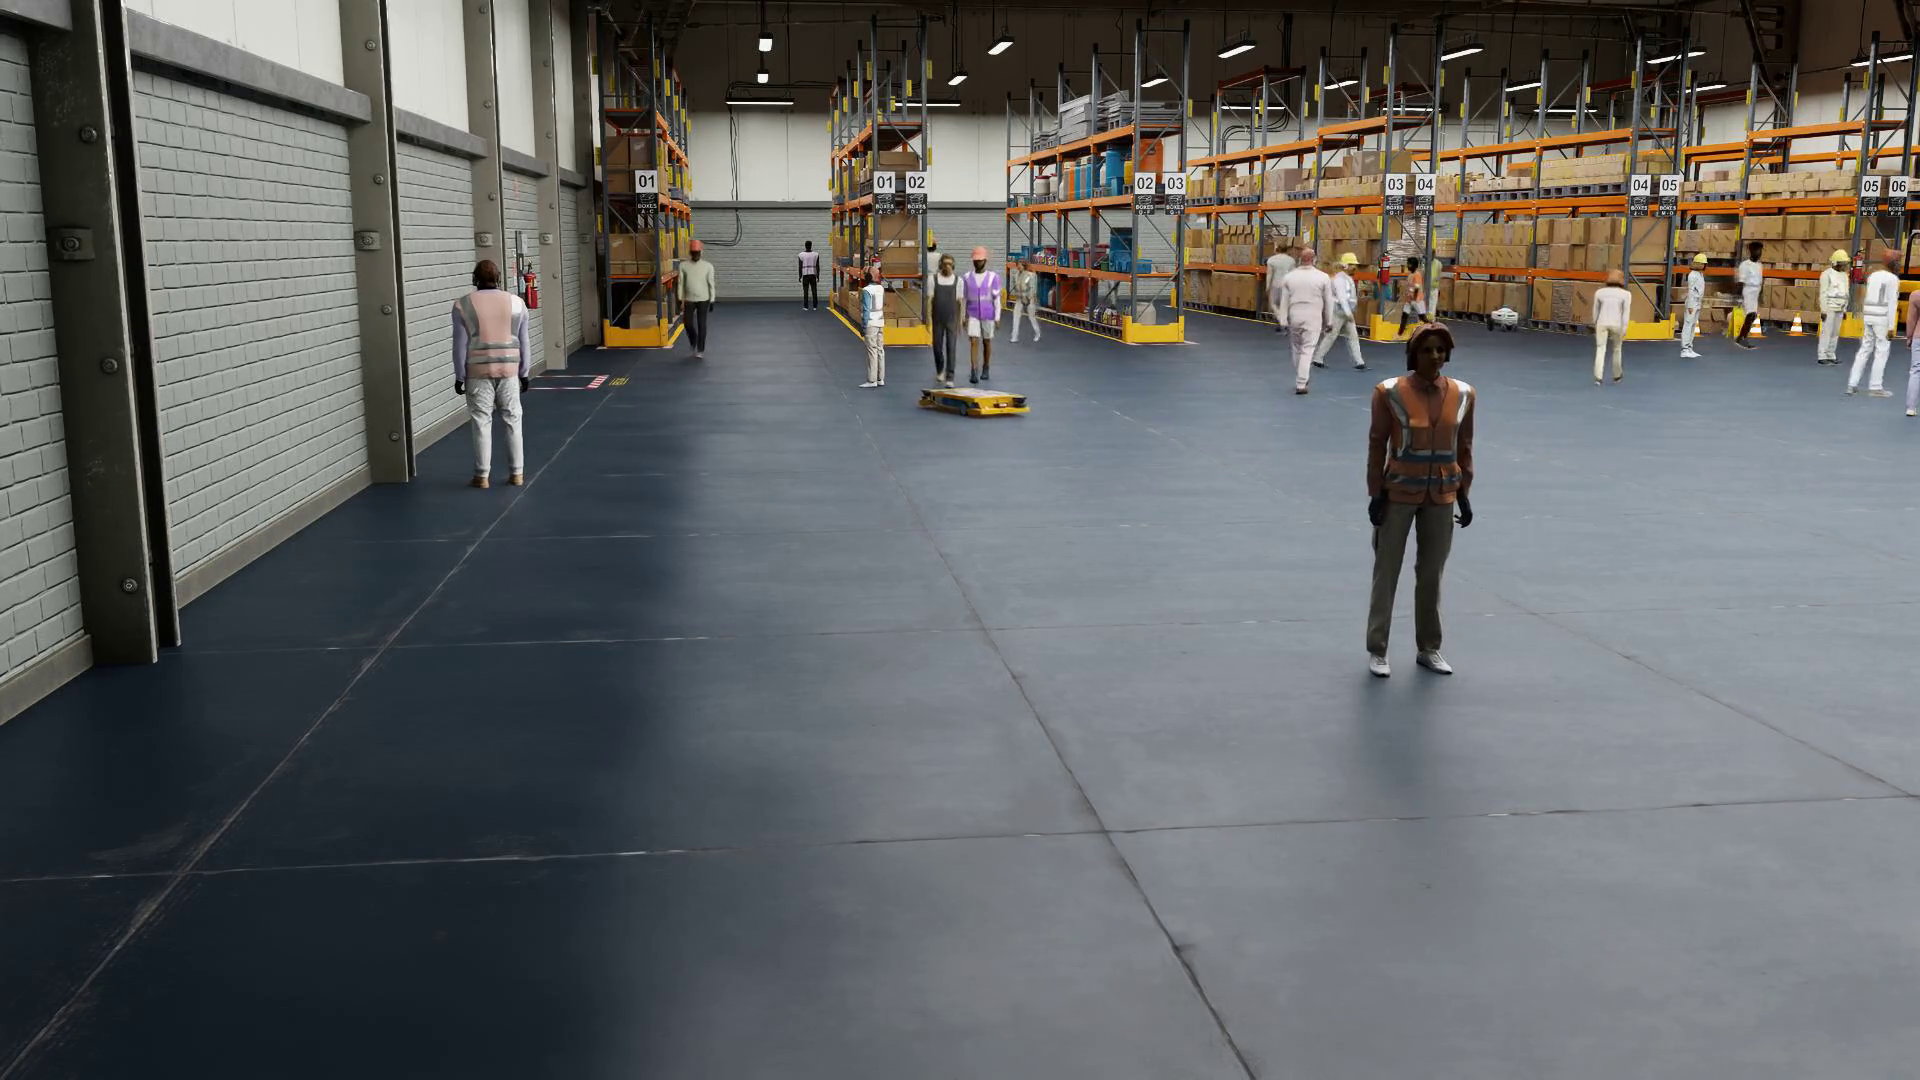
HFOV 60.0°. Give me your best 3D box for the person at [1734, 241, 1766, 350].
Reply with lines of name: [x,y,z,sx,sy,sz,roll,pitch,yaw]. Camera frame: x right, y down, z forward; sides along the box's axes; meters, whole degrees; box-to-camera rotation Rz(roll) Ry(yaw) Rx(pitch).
person: [14.236,-4.384,29.893,0.607,1.950,0.437,-8,13,-37]

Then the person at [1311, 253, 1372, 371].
person: [5.767,-3.437,25.142,0.917,1.794,0.591,7,12,33]

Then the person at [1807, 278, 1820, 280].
person: [19.800,-5.931,38.276,0.606,1.986,0.400,1,10,3]

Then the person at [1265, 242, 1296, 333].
person: [6.781,-5.332,35.142,0.642,1.923,0.505,-2,11,-12]

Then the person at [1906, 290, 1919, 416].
person: [10.930,-2.253,18.713,0.323,1.764,0.524,-9,14,-42]

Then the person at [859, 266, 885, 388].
person: [-1.179,-2.873,22.441,0.309,1.641,0.515,4,11,23]

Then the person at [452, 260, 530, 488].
person: [-3.804,-1.343,13.504,0.633,1.842,0.429,-6,12,-31]

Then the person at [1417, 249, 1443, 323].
person: [10.363,-5.582,36.863,0.636,1.806,0.929,0,10,3]

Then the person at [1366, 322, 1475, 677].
person: [2.123,-0.185,7.702,0.512,1.642,0.312,-1,10,-7]

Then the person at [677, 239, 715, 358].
person: [-4.421,-4.038,27.883,0.645,1.980,0.433,0,10,0]

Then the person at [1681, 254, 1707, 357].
person: [12.440,-3.962,28.137,0.313,1.741,0.487,9,14,40]

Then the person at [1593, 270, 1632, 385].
person: [8.980,-2.933,22.953,0.502,1.576,0.900,6,12,30]

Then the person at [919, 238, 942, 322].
person: [-0.669,-6.209,39.771,0.625,2.005,1.024,-2,10,-8]

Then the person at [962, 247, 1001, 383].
person: [0.293,-3.159,23.349,0.558,1.890,0.977,1,10,6]

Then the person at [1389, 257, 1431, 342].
person: [8.813,-4.631,32.104,0.906,1.654,0.534,-1,10,-6]

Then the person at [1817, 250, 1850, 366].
person: [13.821,-3.652,26.273,0.637,1.825,0.404,-6,12,-31]

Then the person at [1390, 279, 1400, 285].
person: [12.915,-7.902,49.415,0.998,1.860,0.664,-1,10,-4]

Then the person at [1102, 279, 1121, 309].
person: [4.362,-7.445,46.897,0.676,1.876,1.061,-1,10,-7]

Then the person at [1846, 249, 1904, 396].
person: [11.630,-2.752,21.192,0.554,1.868,0.637,-1,10,-6]

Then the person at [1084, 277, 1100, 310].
person: [3.654,-7.303,46.423,0.552,1.749,0.438,-4,11,-20]

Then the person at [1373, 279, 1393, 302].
person: [9.766,-5.848,38.274,0.628,1.804,0.804,-6,12,-31]

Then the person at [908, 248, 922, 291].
person: [-1.199,-6.639,42.533,0.554,1.838,0.859,-2,11,-12]

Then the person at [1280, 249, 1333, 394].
person: [4.544,-2.849,21.699,0.643,1.856,0.989,6,12,28]

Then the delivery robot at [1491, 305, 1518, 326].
delivery robot: [11.703,-4.801,35.730,0.477,0.478,0.707,-1,10,-5]

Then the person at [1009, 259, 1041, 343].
person: [1.272,-4.631,32.194,0.505,1.601,0.852,6,12,31]

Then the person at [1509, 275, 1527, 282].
person: [15.540,-7.357,46.015,0.627,2.012,0.863,0,10,2]

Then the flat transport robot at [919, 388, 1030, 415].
flat transport robot: [0.153,-1.617,19.313,0.652,0.197,1.431,-6,12,-30]

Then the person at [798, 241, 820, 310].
person: [-4.177,-7.321,46.063,0.588,1.920,0.390,-2,11,-10]

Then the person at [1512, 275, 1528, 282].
person: [14.937,-6.974,44.296,0.514,1.872,0.332,9,14,40]

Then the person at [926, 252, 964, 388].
person: [-0.199,-2.980,22.517,0.517,1.827,0.630,0,10,0]
